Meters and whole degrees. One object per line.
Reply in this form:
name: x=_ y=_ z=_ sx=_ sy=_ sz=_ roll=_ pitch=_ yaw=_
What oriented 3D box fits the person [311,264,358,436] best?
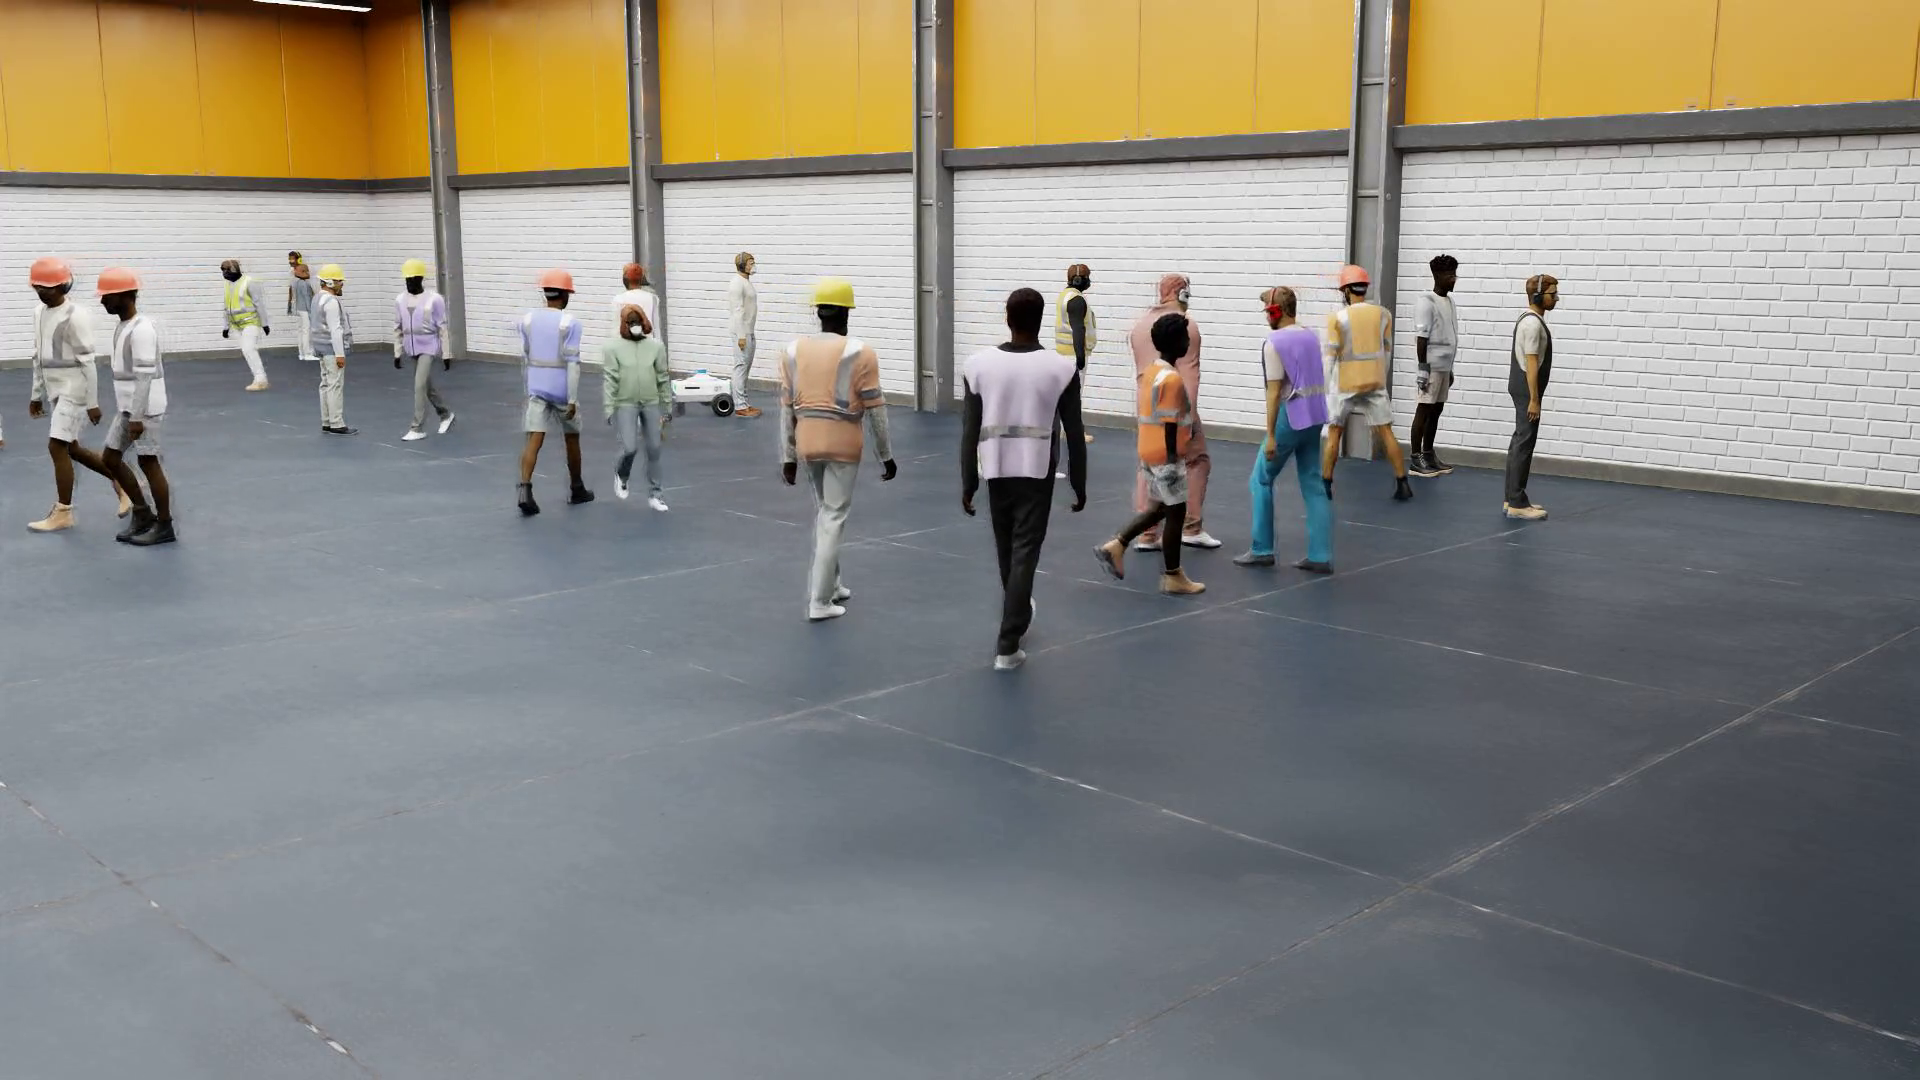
person: x=-6.691 y=-2.026 z=17.770 sx=0.403 sy=1.827 sz=0.599 roll=-8 pitch=13 yaw=-36

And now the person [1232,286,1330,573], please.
person: x=2.066 y=-0.697 z=10.577 sx=0.631 sy=1.805 sz=0.725 roll=-9 pitch=14 yaw=-41

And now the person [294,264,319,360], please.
person: x=-11.212 y=-3.894 z=28.484 sx=0.278 sy=1.634 sz=0.498 roll=-8 pitch=13 yaw=-38

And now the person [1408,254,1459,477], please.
person: x=4.236 y=-1.551 z=14.803 sx=0.362 sy=1.963 sz=0.613 roll=9 pitch=13 yaw=39

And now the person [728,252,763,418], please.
person: x=-2.530 y=-2.411 z=19.568 sx=0.372 sy=1.940 sz=0.627 roll=1 pitch=10 yaw=3

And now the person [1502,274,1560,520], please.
person: x=4.317 y=-1.083 z=12.583 sx=0.325 sy=1.843 sz=0.517 roll=2 pitch=11 yaw=13

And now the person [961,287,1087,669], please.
person: x=0.344 y=-0.336 z=8.449 sx=0.611 sy=1.861 sz=1.004 roll=3 pitch=11 yaw=15

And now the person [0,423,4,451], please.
person: x=-9.923 y=-1.777 z=16.335 sx=0.881 sy=1.868 sz=0.689 roll=4 pitch=11 yaw=21

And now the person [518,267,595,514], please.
person: x=-3.180 y=-1.153 z=12.863 sx=0.556 sy=1.900 sz=0.983 roll=3 pitch=11 yaw=16

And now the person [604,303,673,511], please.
person: x=-2.504 y=-1.032 z=12.912 sx=0.560 sy=1.611 sz=0.449 roll=-5 pitch=12 yaw=-27

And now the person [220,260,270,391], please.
person: x=-9.807 y=-2.942 z=22.860 sx=0.655 sy=1.798 sz=0.527 roll=7 pitch=12 yaw=32

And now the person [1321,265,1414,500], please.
person: x=3.234 y=-1.245 z=13.391 sx=0.770 sy=1.888 sz=0.558 roll=-1 pitch=10 yaw=-6

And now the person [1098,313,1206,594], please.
person: x=1.170 y=-0.501 z=9.838 sx=0.548 sy=1.682 sz=0.545 roll=-1 pitch=10 yaw=-8

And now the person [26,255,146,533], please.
person: x=-6.423 y=-1.072 z=12.133 sx=0.600 sy=1.998 sz=0.830 roll=9 pitch=14 yaw=40

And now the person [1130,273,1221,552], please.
person: x=1.479 y=-0.858 z=11.256 sx=0.680 sy=1.875 sz=0.681 roll=-7 pitch=12 yaw=-33

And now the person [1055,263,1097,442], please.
person: x=1.206 y=-1.936 z=17.246 sx=0.429 sy=1.841 sz=0.634 roll=-2 pitch=10 yaw=-8

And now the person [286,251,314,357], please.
person: x=-11.521 y=-4.101 z=29.024 sx=0.498 sy=1.850 sz=0.545 roll=8 pitch=13 yaw=36

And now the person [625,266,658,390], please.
person: x=-4.285 y=-2.806 z=22.278 sx=0.486 sy=1.742 sz=0.313 roll=-7 pitch=12 yaw=-32

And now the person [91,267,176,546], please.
person: x=-5.689 y=-0.901 z=11.388 sx=0.515 sy=1.915 sz=0.557 roll=-10 pitch=14 yaw=-42

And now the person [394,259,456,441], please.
person: x=-5.657 y=-2.025 z=17.605 sx=0.602 sy=1.896 sz=0.929 roll=4 pitch=11 yaw=21

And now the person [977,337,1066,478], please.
person: x=0.490 y=-1.320 z=14.542 sx=0.815 sy=1.602 sz=0.494 roll=1 pitch=10 yaw=4

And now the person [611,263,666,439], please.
person: x=-3.306 y=-1.927 z=17.164 sx=0.826 sy=1.860 sz=0.583 roll=9 pitch=14 yaw=41

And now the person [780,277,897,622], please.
person: x=-0.665 y=-0.516 z=9.359 sx=0.604 sy=1.897 sz=0.786 roll=6 pitch=12 yaw=29

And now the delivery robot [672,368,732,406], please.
delivery robot: x=-3.055 y=-1.792 z=19.714 sx=0.707 sy=0.478 sz=0.477 roll=-2 pitch=11 yaw=-11
